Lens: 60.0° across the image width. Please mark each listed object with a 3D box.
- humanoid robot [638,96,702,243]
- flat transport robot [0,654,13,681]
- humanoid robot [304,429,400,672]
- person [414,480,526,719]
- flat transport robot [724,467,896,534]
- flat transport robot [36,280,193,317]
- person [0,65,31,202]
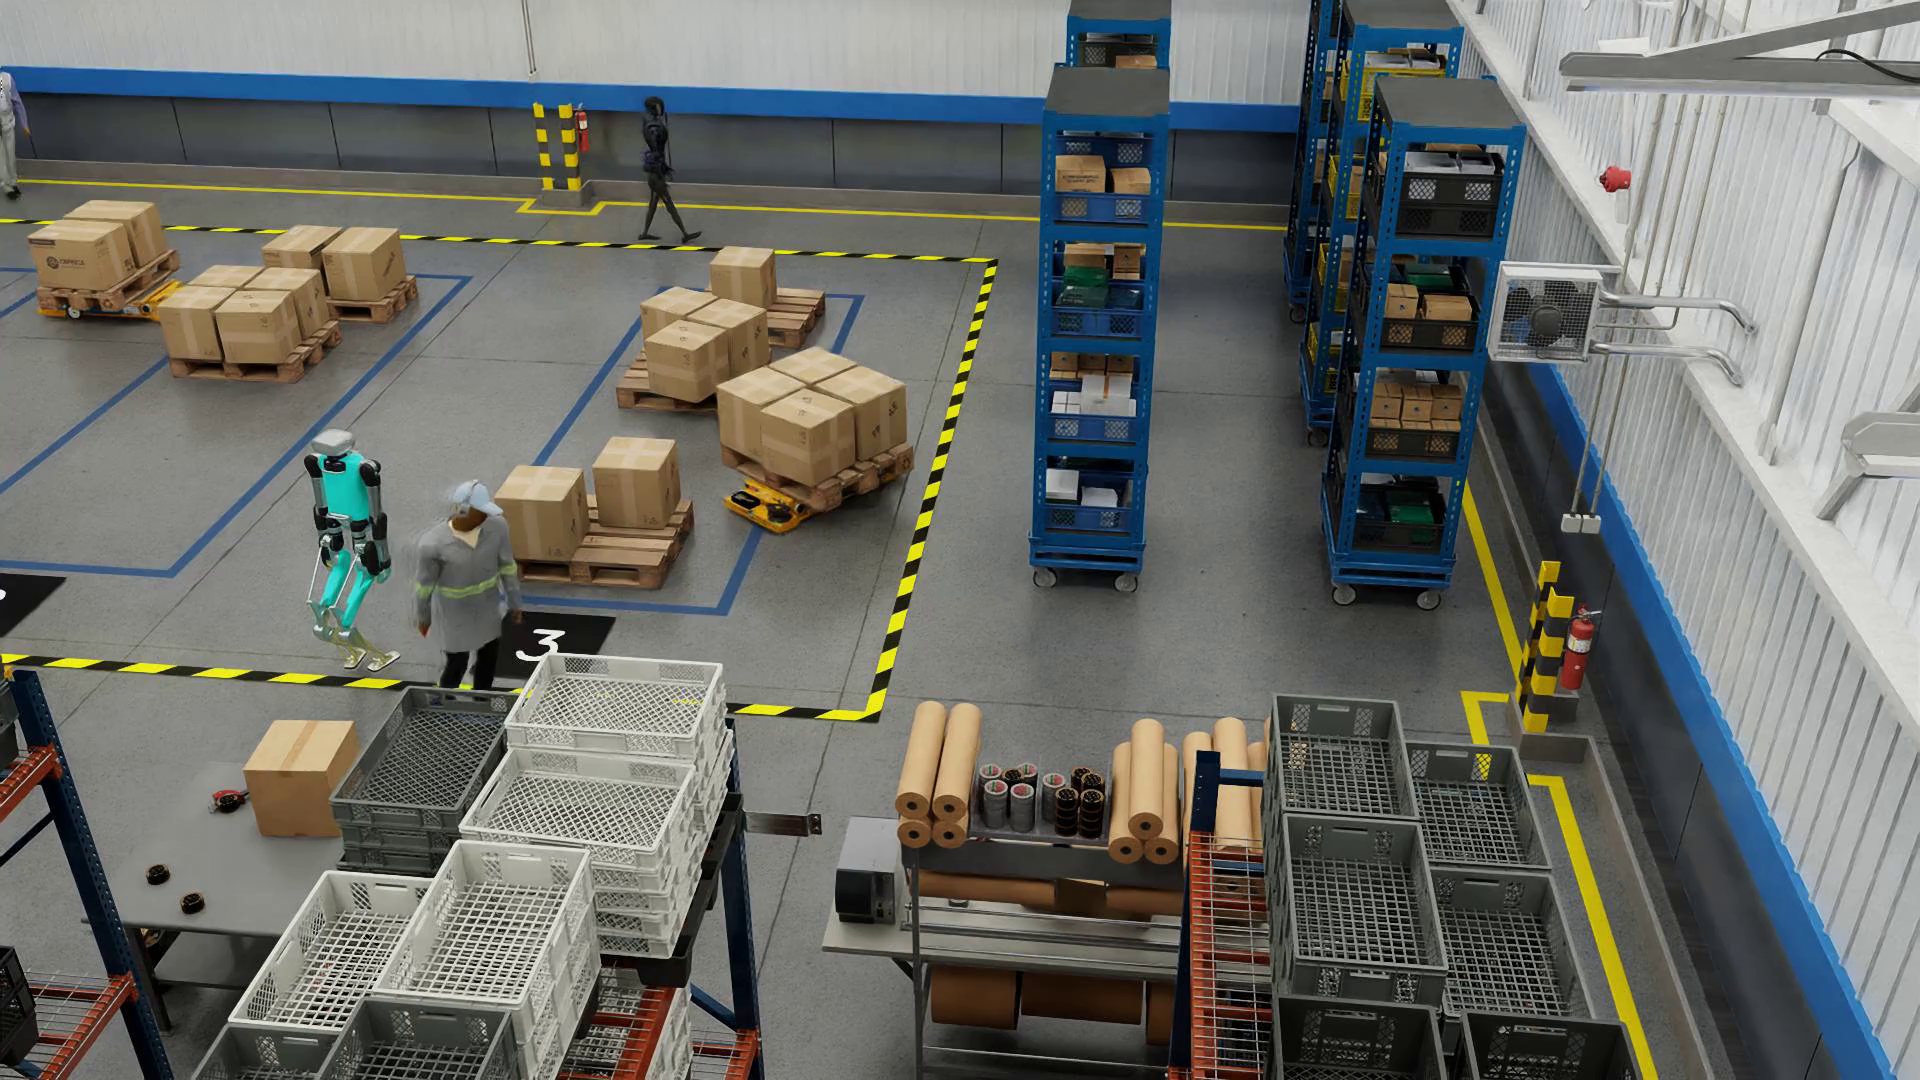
[{"bbox_3d":[-3.261,-4.081,18.314,0.738,1.631,0.593,-2,30,-3],"label":"humanoid robot"},{"bbox_3d":[-7.142,0.969,11.010,1.431,0.231,0.659,3,30,6],"label":"flat transport robot"},{"bbox_3d":[-4.055,0.151,10.823,0.533,1.675,0.735,9,31,16],"label":"humanoid robot"},{"bbox_3d":[-3.033,0.434,10.391,0.618,1.811,0.488,-24,38,-35],"label":"person"},{"bbox_3d":[-1.162,-0.498,13.501,0.652,0.197,1.431,25,38,36],"label":"flat transport robot"},{"bbox_3d":[-8.526,-2.464,16.878,1.431,0.197,0.652,3,30,6],"label":"flat transport robot"},{"bbox_3d":[-11.297,-4.878,19.539,0.728,1.786,0.610,25,39,36],"label":"person"}]
